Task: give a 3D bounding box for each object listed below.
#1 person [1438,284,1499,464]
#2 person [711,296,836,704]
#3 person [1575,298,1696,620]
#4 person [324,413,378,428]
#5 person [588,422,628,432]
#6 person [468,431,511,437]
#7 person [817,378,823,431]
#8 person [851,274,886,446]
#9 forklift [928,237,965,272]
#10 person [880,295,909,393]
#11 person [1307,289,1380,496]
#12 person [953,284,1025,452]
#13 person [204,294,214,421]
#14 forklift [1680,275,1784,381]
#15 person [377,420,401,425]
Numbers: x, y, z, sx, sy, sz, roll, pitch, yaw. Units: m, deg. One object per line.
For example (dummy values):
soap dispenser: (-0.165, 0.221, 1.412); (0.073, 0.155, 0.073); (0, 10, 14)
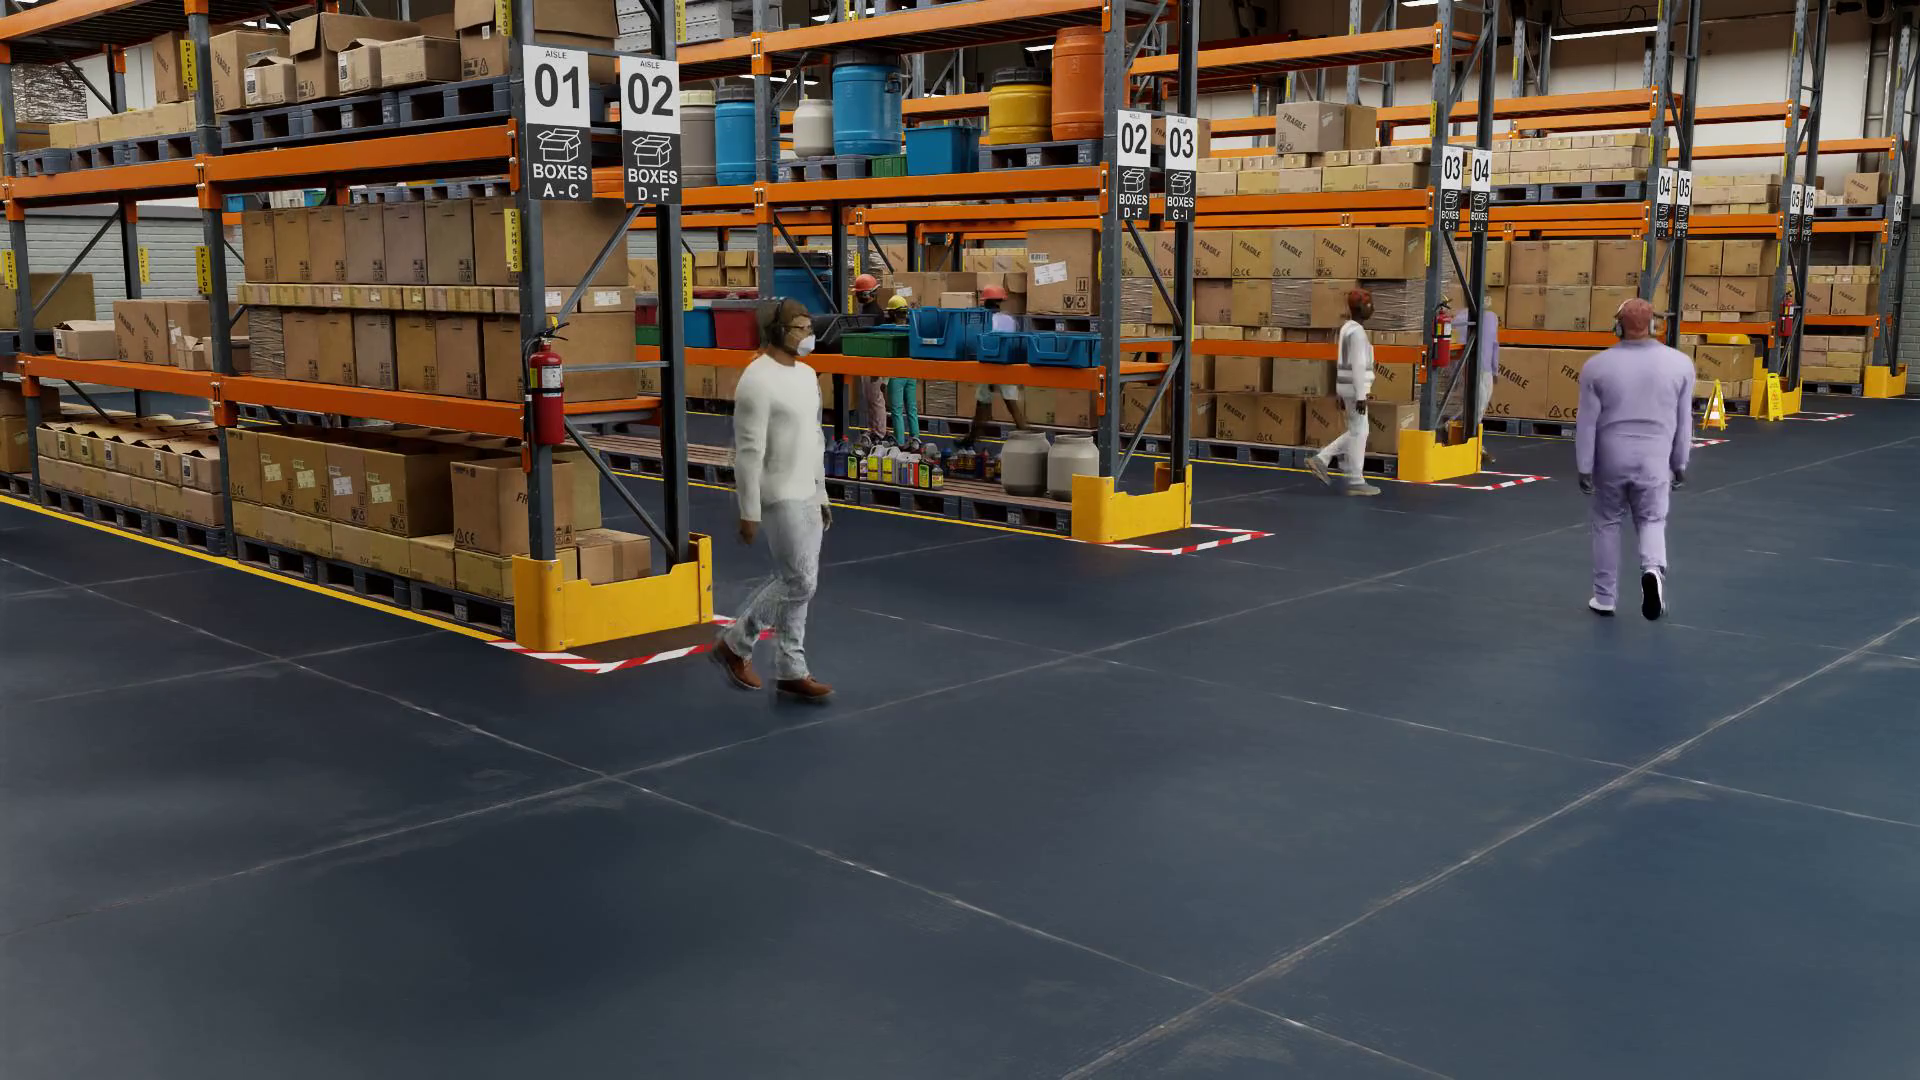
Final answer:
person: (5.469, -1.805, 17.850); (0.636, 1.914, 0.844); (-6, 11, -33)
person: (-0.842, -0.181, 7.849); (0.496, 1.924, 0.632); (3, 10, 16)
person: (3.913, -0.461, 9.678); (0.654, 1.885, 0.709); (2, 10, 14)
person: (-5.409, -1.279, 14.856); (0.588, 1.833, 0.404); (-6, 11, -34)
person: (-4.479, -2.345, 21.176); (0.576, 1.896, 0.915); (-7, 12, -39)
person: (-3.963, -1.125, 13.923); (0.601, 1.828, 0.404); (-9, 13, -43)
person: (-1.924, -2.244, 20.486); (0.379, 1.928, 0.585); (9, 13, 44)
person: (-1.009, -1.962, 18.563); (0.391, 1.991, 0.613); (-3, 10, -16)
forklift: (-0.326, -5.817, 39.609); (1.129, 2.768, 1.873); (9, 13, 43)
person: (-0.658, -1.732, 17.837); (0.330, 1.769, 0.526); (8, 13, 42)
person: (3.535, -1.339, 15.128); (0.566, 1.867, 0.581); (1, 9, 9)
person: (0.376, -1.843, 18.171); (1.027, 1.874, 0.557); (9, 13, 43)
person: (-9.585, -2.332, 21.479); (0.632, 1.784, 0.988); (-9, 13, -44)
forklift: (12.480, -3.427, 27.053); (1.214, 2.155, 2.313); (9, 13, 43)
person: (-5.932, -1.693, 17.305); (0.310, 1.864, 0.534); (5, 11, 28)
